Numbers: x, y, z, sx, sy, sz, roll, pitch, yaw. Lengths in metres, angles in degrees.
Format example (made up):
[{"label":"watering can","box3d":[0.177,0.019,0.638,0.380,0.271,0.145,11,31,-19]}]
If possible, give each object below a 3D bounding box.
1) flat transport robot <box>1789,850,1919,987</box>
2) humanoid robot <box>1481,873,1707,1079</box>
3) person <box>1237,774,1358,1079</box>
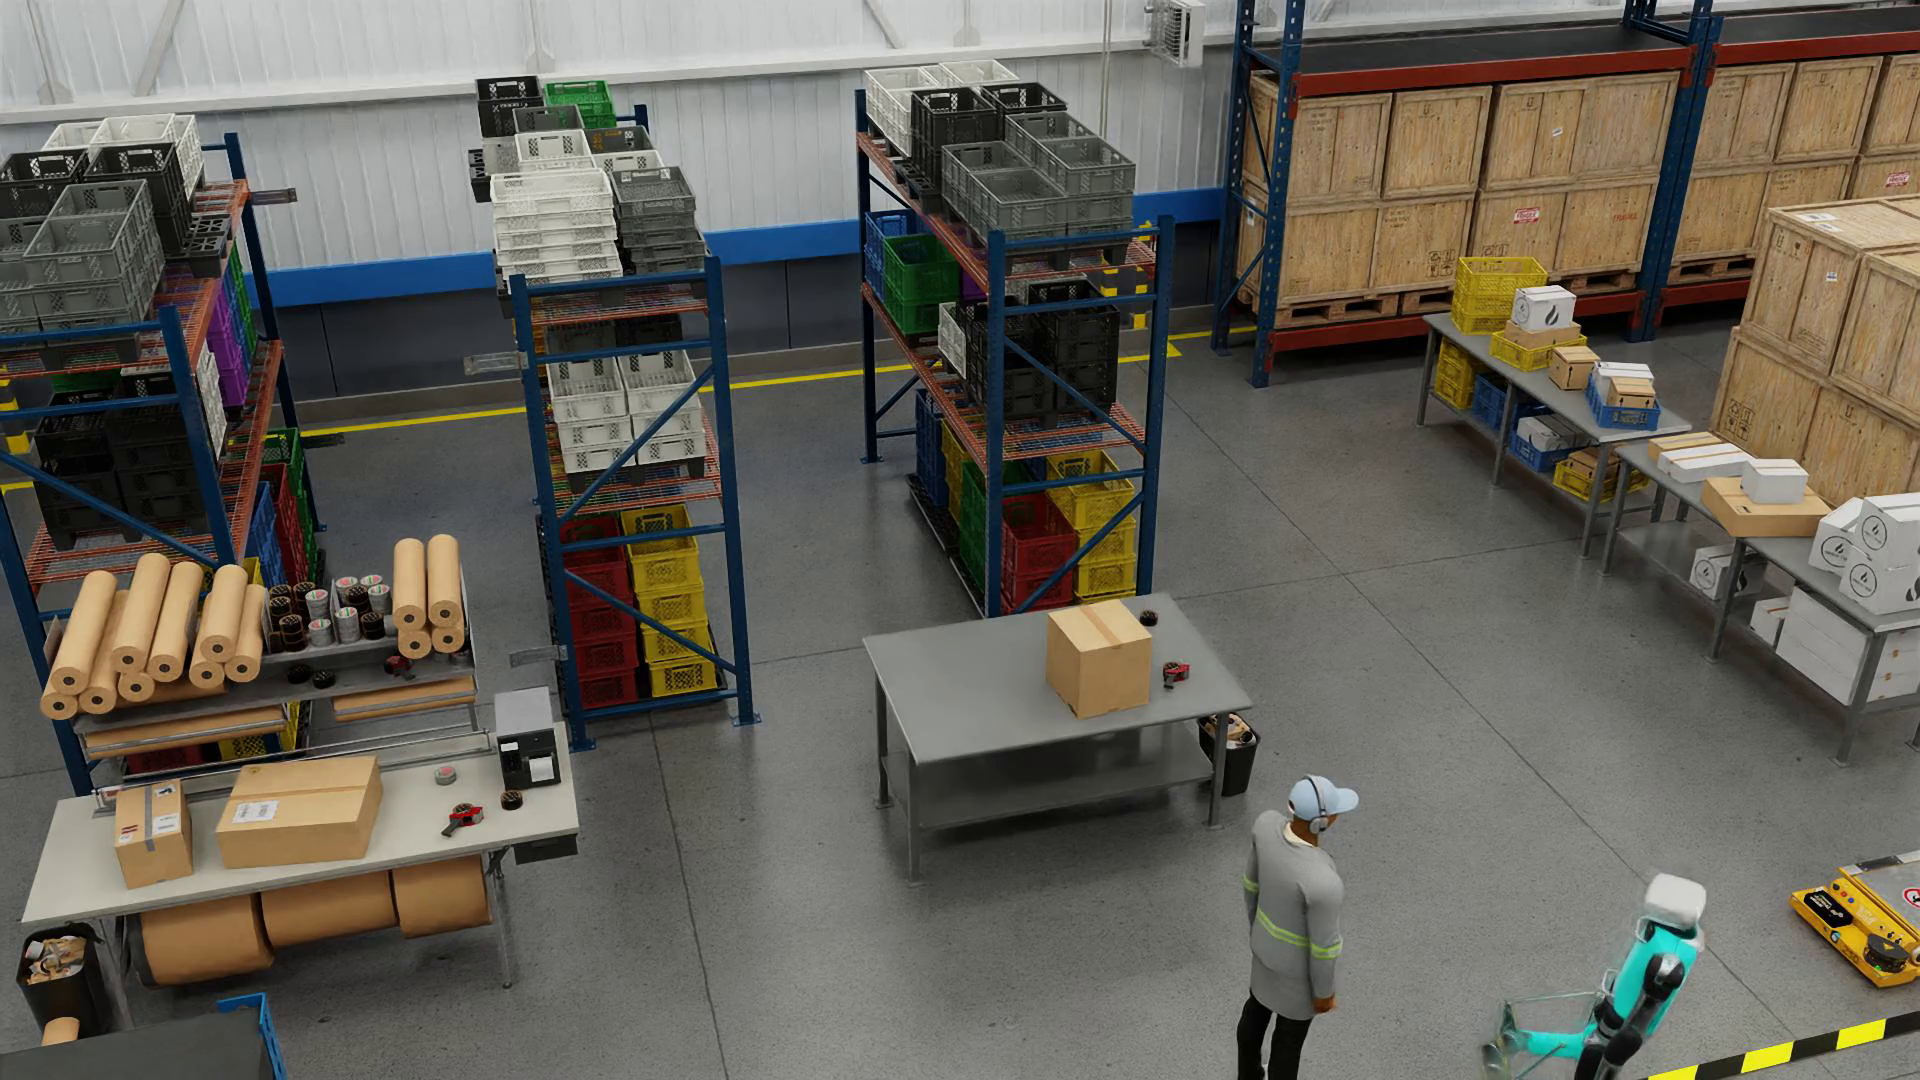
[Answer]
[{"label":"flat transport robot","box3d":[5.163,1.916,8.676,1.431,0.231,0.659,-8,30,-14]},{"label":"humanoid robot","box3d":[2.539,2.055,6.877,0.958,1.729,0.537,14,32,24]},{"label":"person","box3d":[1.461,1.788,7.264,0.395,1.853,0.588,-11,31,-20]}]
